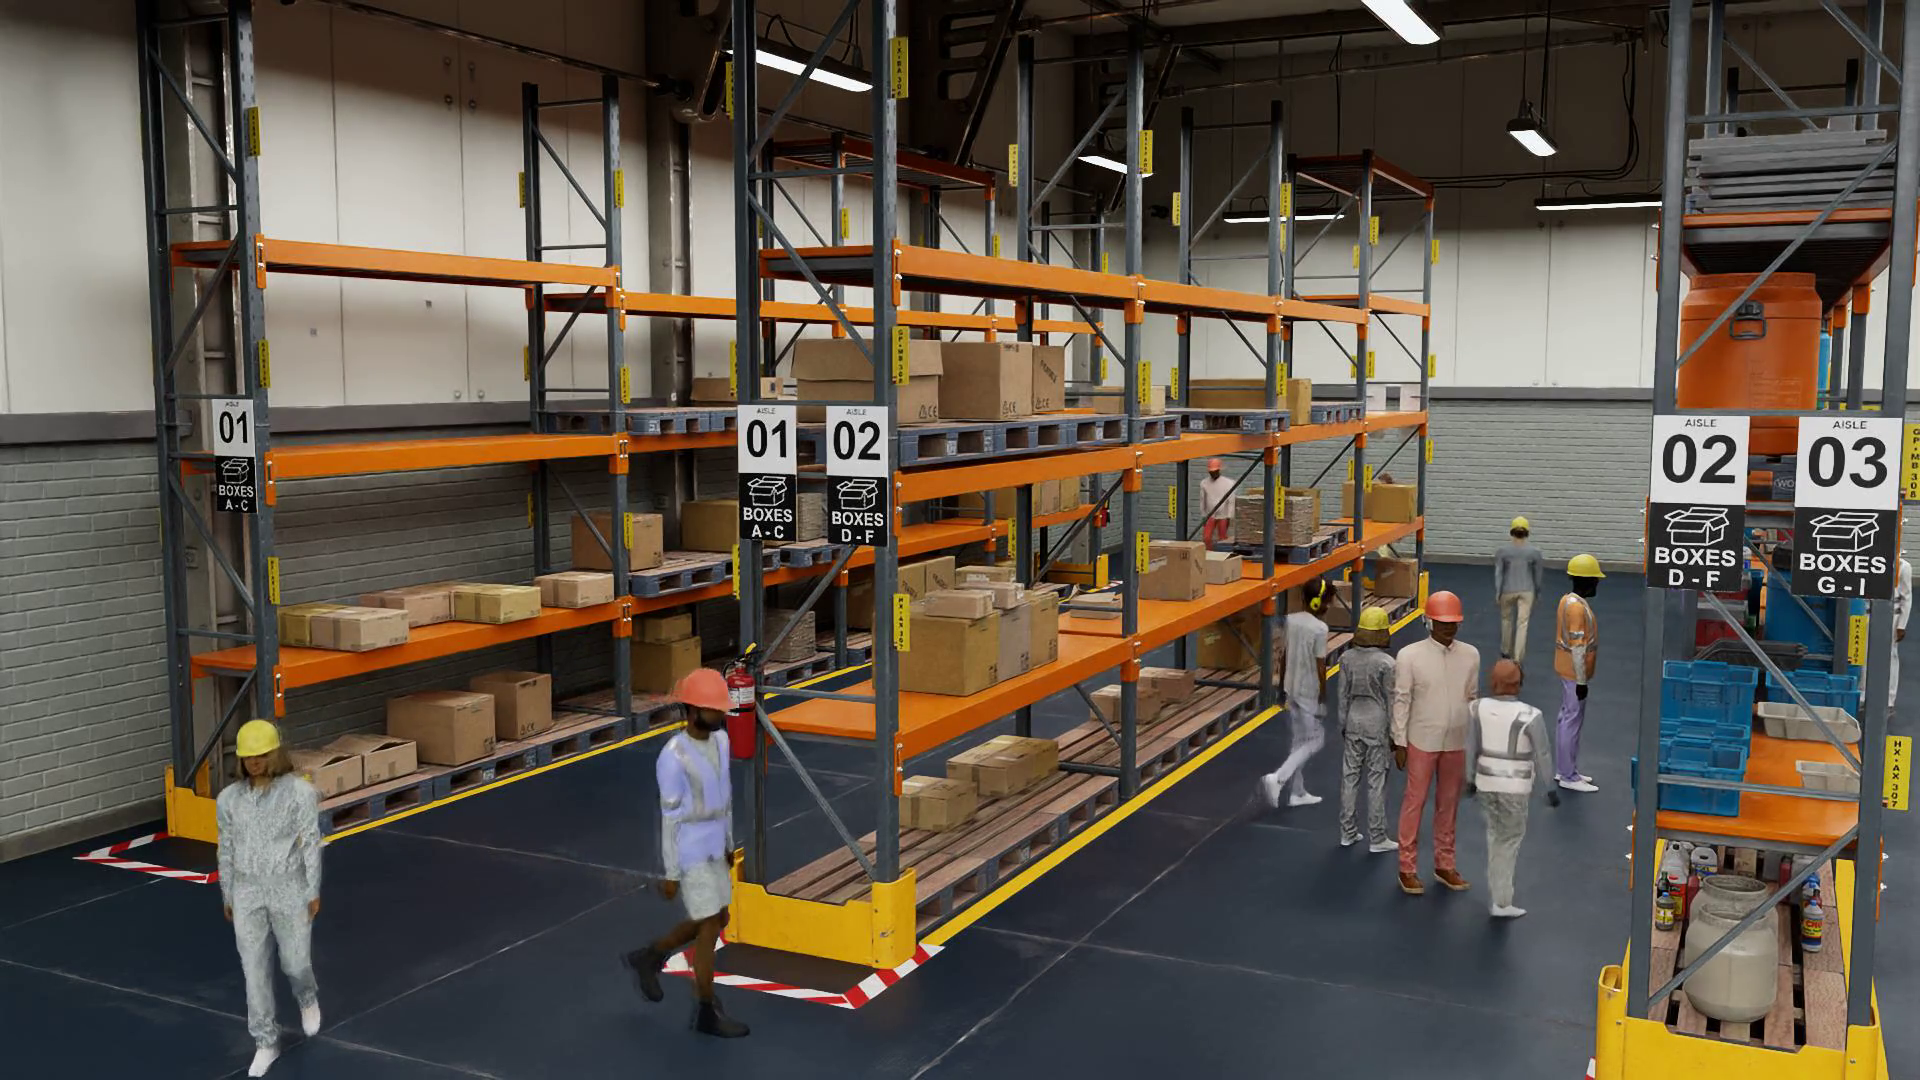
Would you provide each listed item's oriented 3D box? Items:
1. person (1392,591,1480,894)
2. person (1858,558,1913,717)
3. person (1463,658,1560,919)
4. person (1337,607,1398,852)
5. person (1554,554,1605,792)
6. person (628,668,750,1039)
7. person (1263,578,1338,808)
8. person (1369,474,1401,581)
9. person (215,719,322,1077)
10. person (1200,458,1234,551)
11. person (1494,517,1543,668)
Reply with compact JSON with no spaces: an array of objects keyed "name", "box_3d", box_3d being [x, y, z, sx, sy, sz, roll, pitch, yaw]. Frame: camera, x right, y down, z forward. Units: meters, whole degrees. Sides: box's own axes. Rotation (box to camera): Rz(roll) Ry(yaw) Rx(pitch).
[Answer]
[{"name":"person","box_3d":[3.135,1.317,10.899,0.623,1.992,0.396,-1,6,-14]},{"name":"person","box_3d":[9.081,0.805,16.421,0.360,1.882,0.575,-3,6,-24]},{"name":"person","box_3d":[3.451,1.554,10.399,0.437,1.626,0.574,-4,7,-37]},{"name":"person","box_3d":[2.932,1.341,11.875,0.299,1.743,0.493,-5,8,-41]},{"name":"person","box_3d":[5.050,1.074,13.590,0.362,1.927,0.587,1,6,14]},{"name":"person","box_3d":[-1.408,1.590,8.609,0.687,1.916,0.561,2,6,23]},{"name":"person","box_3d":[2.609,1.198,12.866,0.610,1.838,0.626,-3,7,-30]},{"name":"person","box_3d":[6.664,-0.153,26.241,0.568,1.781,1.016,-1,6,-12]},{"name":"person","box_3d":[-3.392,1.722,8.193,0.497,1.731,0.459,-1,6,-6]},{"name":"person","box_3d":[4.242,-0.384,27.606,0.620,1.961,0.745,3,6,25]},{"name":"person","box_3d":[6.433,0.598,19.183,0.543,1.715,0.902,2,6,15]}]
